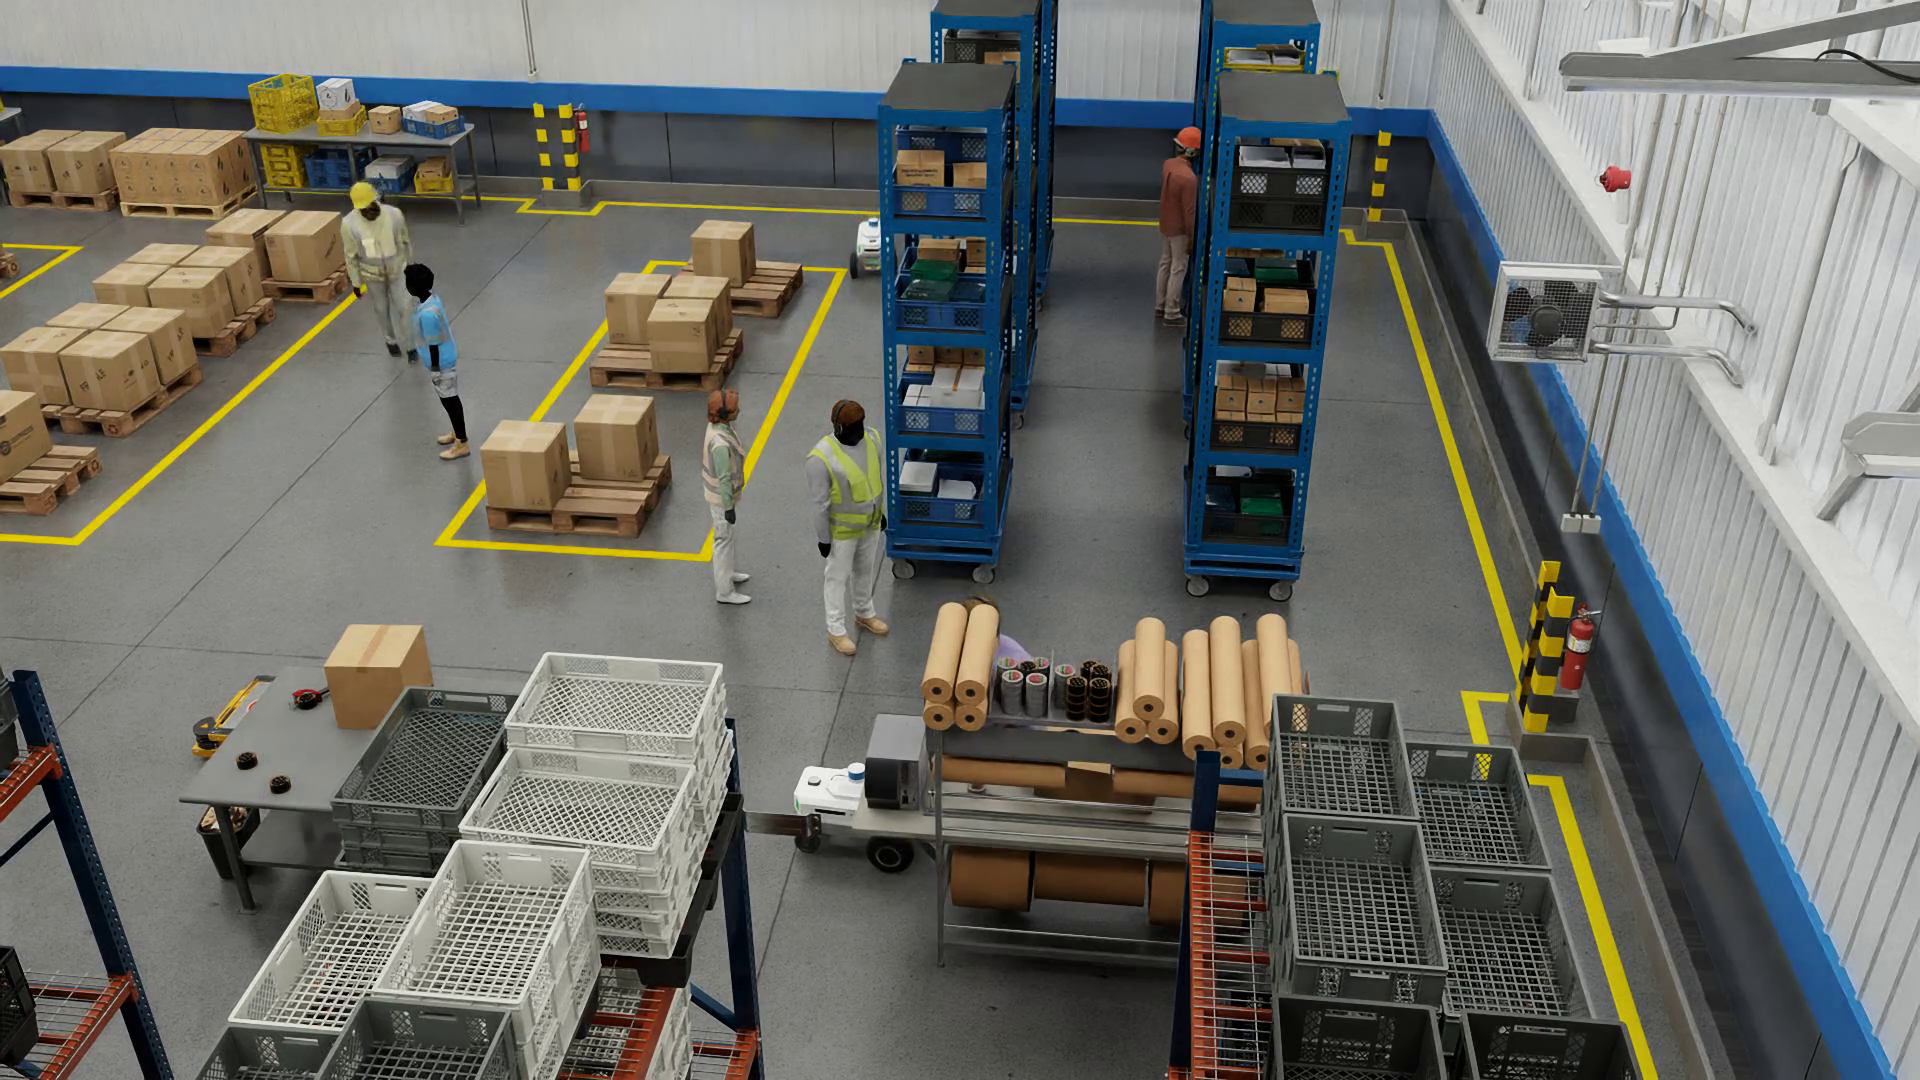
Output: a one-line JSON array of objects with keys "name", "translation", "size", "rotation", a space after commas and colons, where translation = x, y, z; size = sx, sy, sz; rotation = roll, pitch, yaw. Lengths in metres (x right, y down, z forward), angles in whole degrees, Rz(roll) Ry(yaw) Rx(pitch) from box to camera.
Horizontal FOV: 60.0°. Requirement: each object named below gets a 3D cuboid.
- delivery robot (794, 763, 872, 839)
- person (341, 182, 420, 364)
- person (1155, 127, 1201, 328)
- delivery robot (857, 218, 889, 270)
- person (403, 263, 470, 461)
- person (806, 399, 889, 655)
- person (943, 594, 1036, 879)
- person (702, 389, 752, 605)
[{"name": "delivery robot", "translation": [-0.595, 1.516, 9.673], "size": [0.707, 0.478, 0.477], "rotation": [5, 31, 9]}, {"name": "person", "translation": [-5.353, -2.484, 15.412], "size": [0.611, 1.786, 0.724], "rotation": [-13, 33, -21]}, {"name": "person", "translation": [2.145, -3.037, 16.180], "size": [0.412, 1.981, 0.625], "rotation": [-10, 32, -16]}, {"name": "delivery robot", "translation": [-0.919, -3.187, 17.750], "size": [0.477, 0.478, 0.707], "rotation": [0, 30, -1]}, {"name": "person", "translation": [-4.337, -1.496, 13.816], "size": [0.322, 1.691, 0.534], "rotation": [-9, 31, -15]}, {"name": "person", "translation": [-0.727, -0.111, 11.285], "size": [0.429, 1.842, 0.635], "rotation": [24, 38, 35]}, {"name": "person", "translation": [0.136, 1.107, 9.113], "size": [0.629, 1.930, 0.371], "rotation": [18, 35, 28]}, {"name": "person", "translation": [-1.669, -0.316, 11.847], "size": [0.315, 1.632, 0.520], "rotation": [-5, 31, -8]}]
